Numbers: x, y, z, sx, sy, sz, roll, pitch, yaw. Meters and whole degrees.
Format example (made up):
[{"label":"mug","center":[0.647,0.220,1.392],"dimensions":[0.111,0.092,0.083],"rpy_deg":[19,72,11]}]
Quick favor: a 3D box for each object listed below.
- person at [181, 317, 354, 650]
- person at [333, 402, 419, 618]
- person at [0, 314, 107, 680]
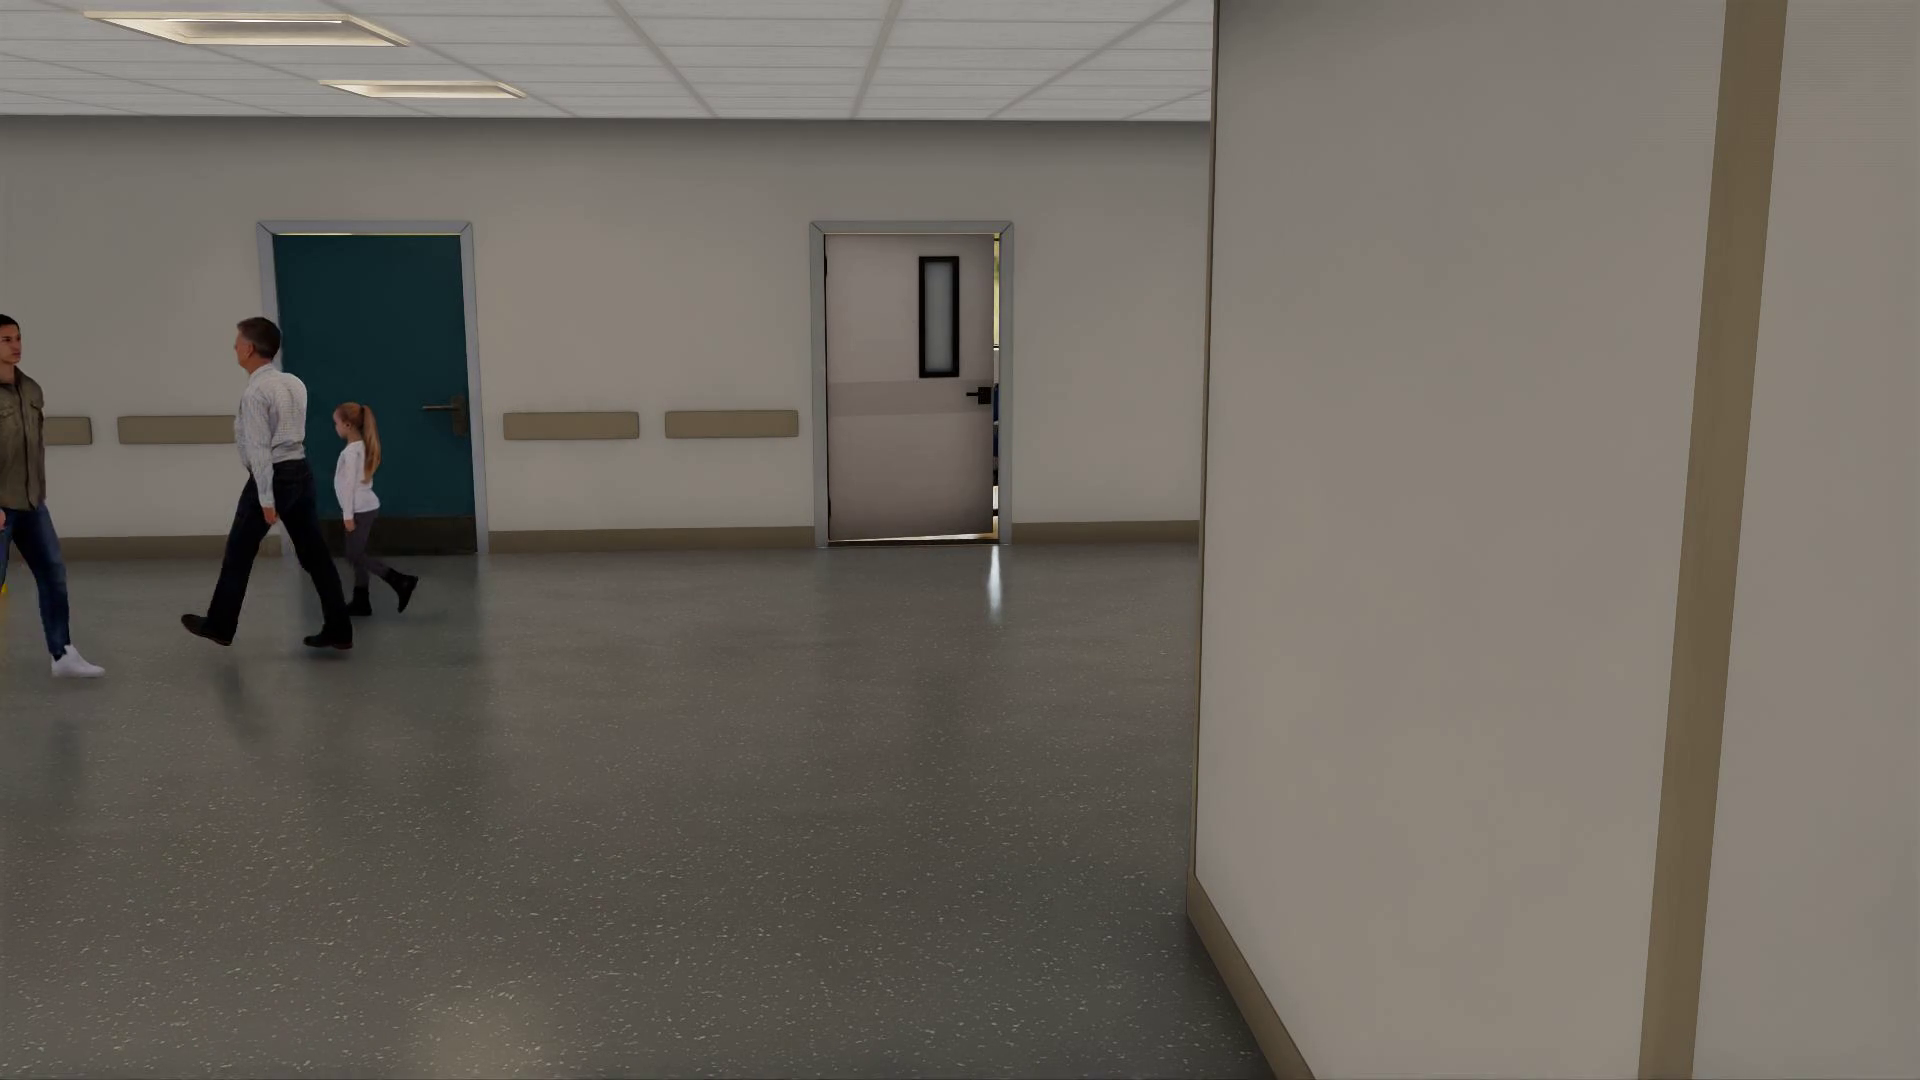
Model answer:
[{"label":"person","center":[-3.523,-0.247,8.802],"dimensions":[1.240,1.762,0.905],"rpy_deg":[3,11,13]},{"label":"person","center":[-3.436,-0.164,9.691],"dimensions":[0.725,1.268,0.514],"rpy_deg":[-2,11,-10]},{"label":"person","center":[-4.806,-0.180,8.232],"dimensions":[1.264,1.844,0.970],"rpy_deg":[3,11,17]}]
